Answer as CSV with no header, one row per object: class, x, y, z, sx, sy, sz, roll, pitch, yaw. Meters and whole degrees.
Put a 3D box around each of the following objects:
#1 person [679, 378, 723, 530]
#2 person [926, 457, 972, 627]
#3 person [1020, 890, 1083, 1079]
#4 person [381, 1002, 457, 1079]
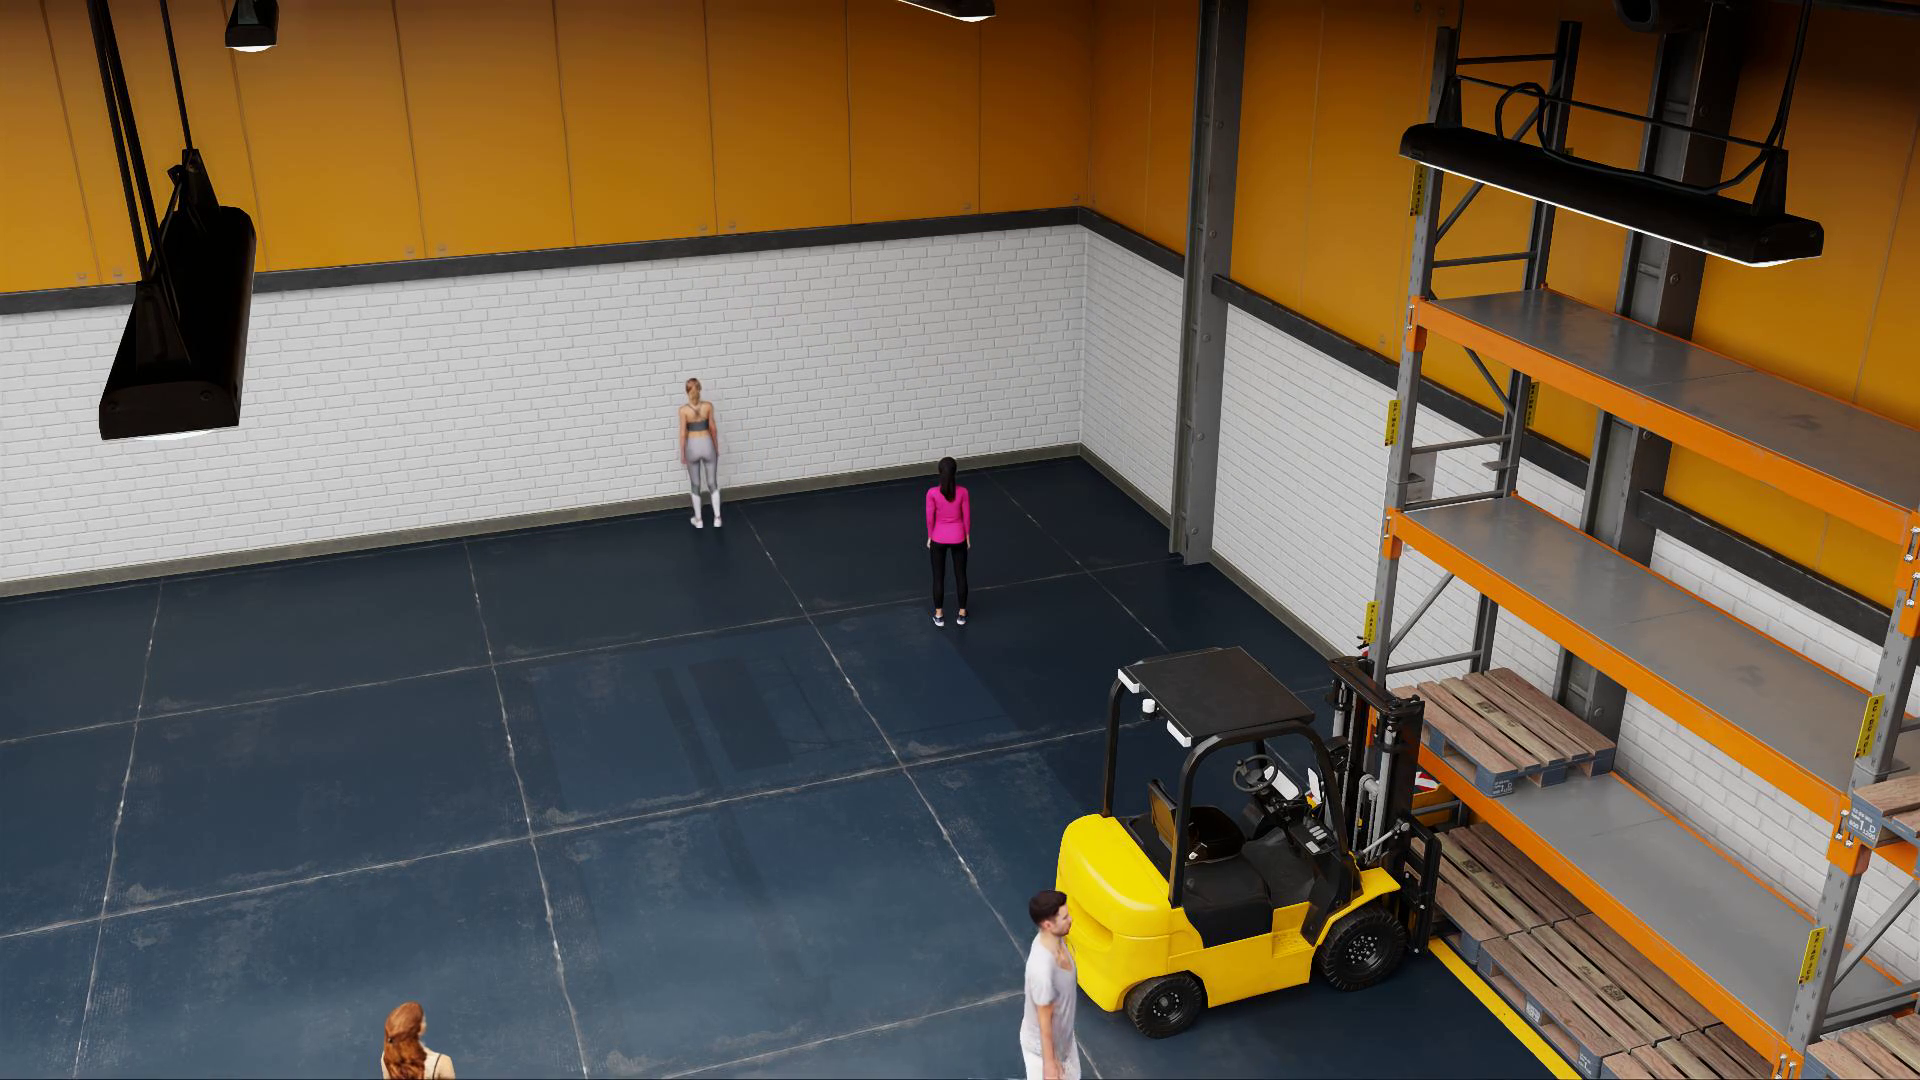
person,-2.811,-0.940,18.011,0.569,1.702,0.530,-8,25,-17
person,-0.106,0.006,15.853,0.649,1.698,0.657,-1,24,-3
person,0.419,2.775,9.342,1.086,1.839,1.096,5,24,12
person,-2.825,3.129,8.799,0.675,1.625,0.701,3,24,8
